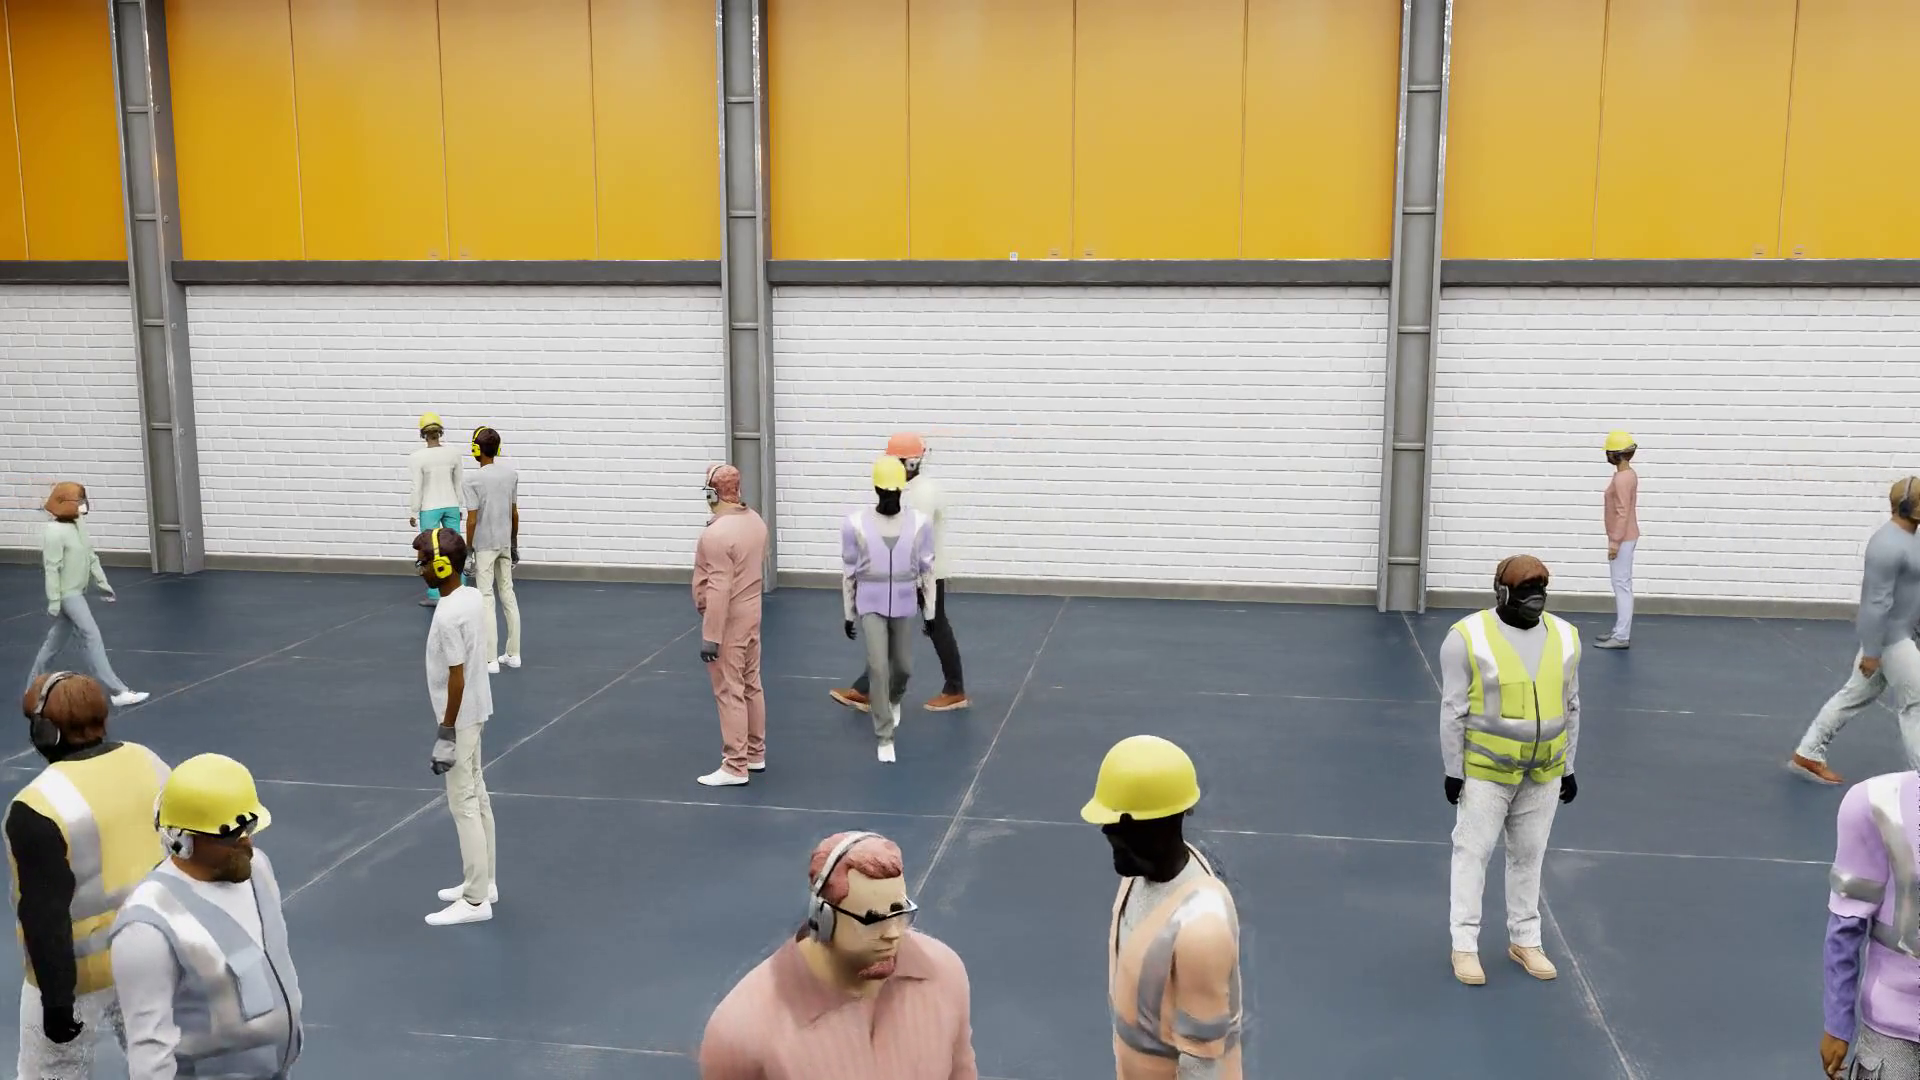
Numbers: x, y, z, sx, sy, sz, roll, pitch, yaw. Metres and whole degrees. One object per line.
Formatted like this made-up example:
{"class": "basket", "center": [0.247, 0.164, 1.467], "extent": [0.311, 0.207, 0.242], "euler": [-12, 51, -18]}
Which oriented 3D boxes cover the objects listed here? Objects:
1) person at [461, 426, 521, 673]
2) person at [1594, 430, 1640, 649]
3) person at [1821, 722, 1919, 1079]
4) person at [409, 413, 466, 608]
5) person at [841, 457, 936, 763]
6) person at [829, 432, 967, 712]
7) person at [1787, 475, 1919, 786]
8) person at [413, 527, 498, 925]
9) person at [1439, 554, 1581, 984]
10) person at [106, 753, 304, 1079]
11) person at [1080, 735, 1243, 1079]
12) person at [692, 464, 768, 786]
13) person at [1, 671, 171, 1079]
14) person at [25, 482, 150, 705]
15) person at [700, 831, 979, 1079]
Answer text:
{"class": "person", "center": [-3.553, 0.071, 12.582], "extent": [0.328, 1.872, 0.513], "euler": [6, 11, 34]}
{"class": "person", "center": [5.281, -0.002, 13.364], "extent": [0.330, 1.765, 0.526], "euler": [5, 10, 27]}
{"class": "person", "center": [2.656, 1.300, 4.469], "extent": [0.613, 2.041, 0.393], "euler": [2, 9, 13]}
{"class": "person", "center": [-4.729, -0.270, 15.032], "extent": [0.327, 1.760, 0.523], "euler": [9, 13, 44]}
{"class": "person", "center": [-0.459, 0.394, 10.531], "extent": [0.592, 1.899, 0.796], "euler": [-2, 9, -12]}
{"class": "person", "center": [-0.387, 0.240, 11.317], "extent": [0.995, 1.938, 0.612], "euler": [-4, 10, -25]}
{"class": "person", "center": [5.312, 0.557, 9.533], "extent": [1.014, 1.894, 0.638], "euler": [7, 11, 35]}
{"class": "person", "center": [-2.352, 0.859, 7.744], "extent": [0.329, 1.865, 0.515], "euler": [-1, 9, -4]}
{"class": "person", "center": [2.355, 0.972, 7.108], "extent": [0.626, 1.845, 0.429], "euler": [-1, 9, -9]}
{"class": "person", "center": [-2.059, 1.427, 4.476], "extent": [0.807, 1.797, 0.597], "euler": [1, 9, 6]}
{"class": "person", "center": [0.562, 1.406, 4.237], "extent": [0.549, 1.903, 0.615], "euler": [-1, 9, -8]}
{"class": "person", "center": [-1.378, 0.500, 9.839], "extent": [0.402, 1.902, 0.652], "euler": [3, 10, 16]}
{"class": "person", "center": [-2.804, 1.294, 5.261], "extent": [0.872, 1.797, 0.642], "euler": [2, 10, 15]}
{"class": "person", "center": [-6.147, 0.379, 11.542], "extent": [0.851, 1.587, 0.507], "euler": [-2, 9, -10]}
{"class": "person", "center": [-0.271, 1.514, 3.688], "extent": [0.649, 1.874, 0.840], "euler": [-6, 11, -35]}
